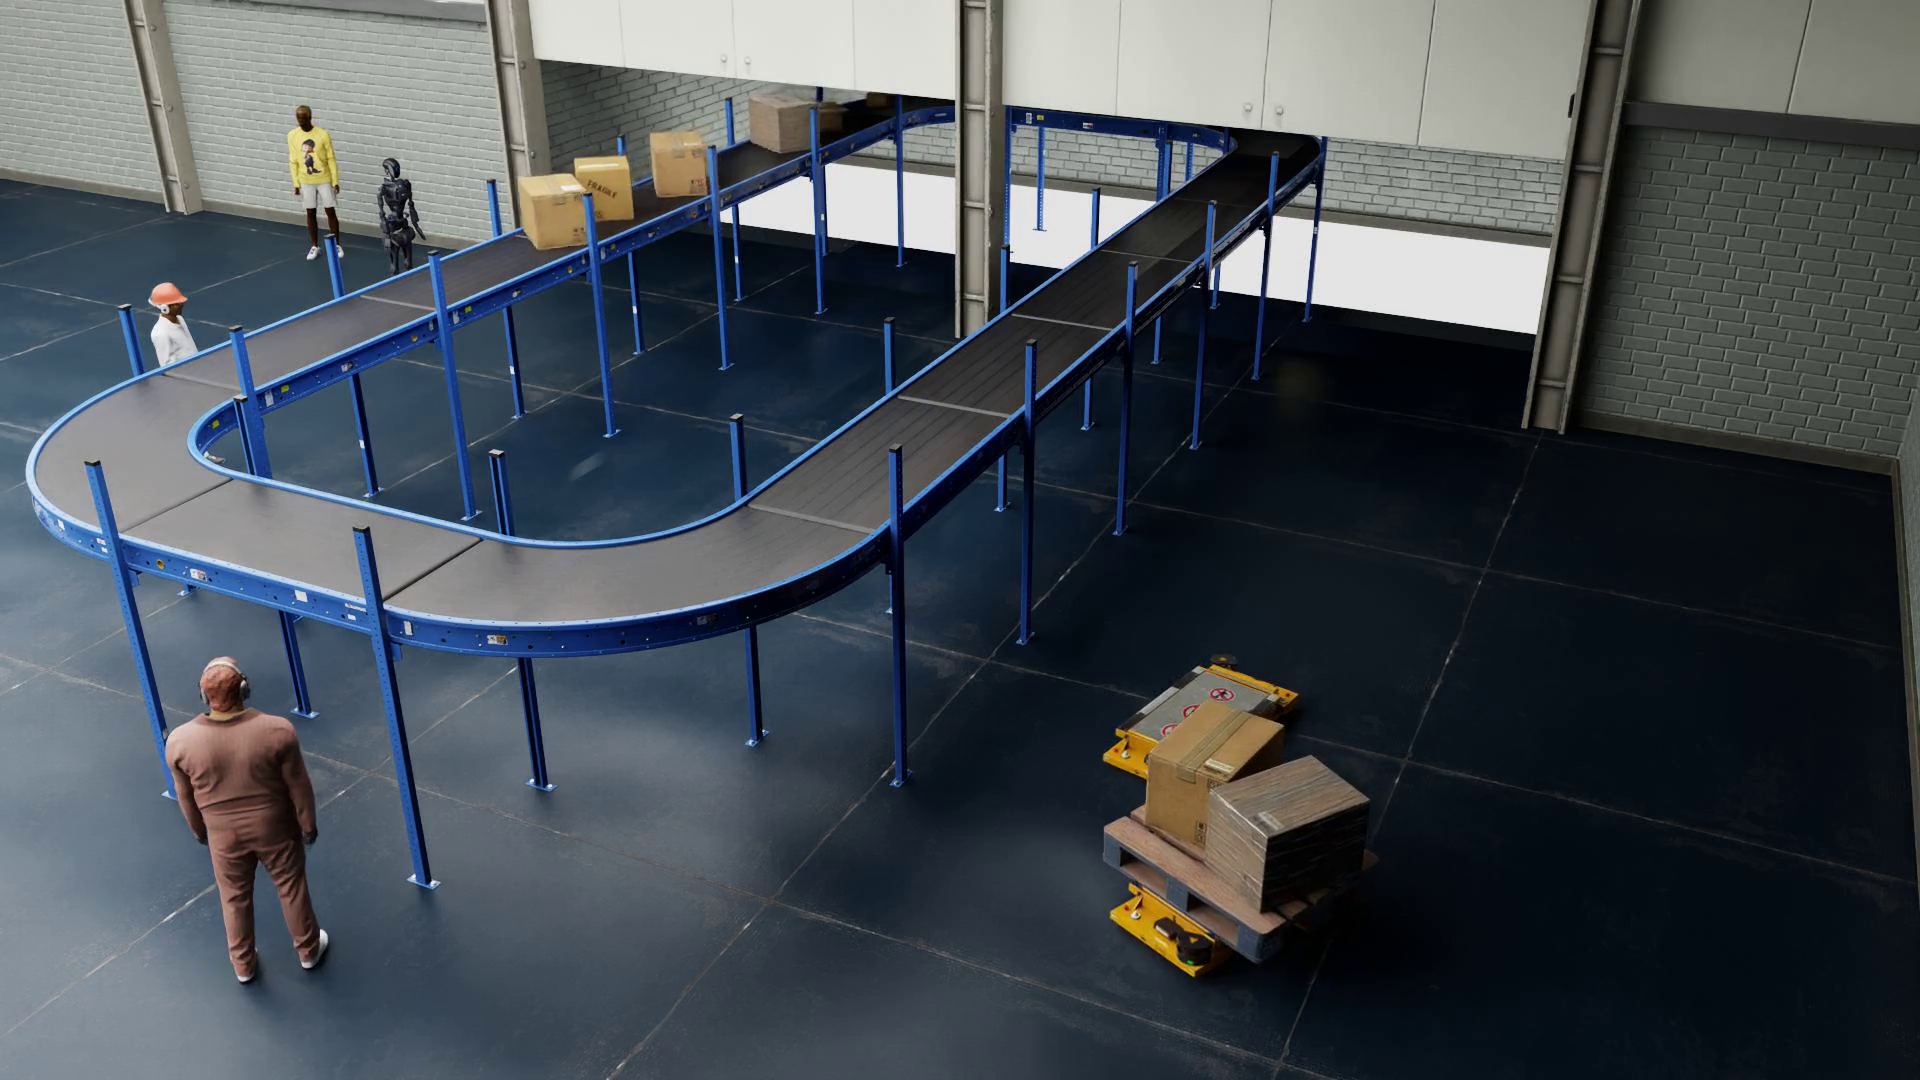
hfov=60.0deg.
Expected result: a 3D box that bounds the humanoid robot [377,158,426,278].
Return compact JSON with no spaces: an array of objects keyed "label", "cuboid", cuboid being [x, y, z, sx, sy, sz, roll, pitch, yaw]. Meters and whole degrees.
[{"label":"humanoid robot","cuboid":[-6.400,-3.539,19.008,0.315,1.657,0.599,12,29,23]}]

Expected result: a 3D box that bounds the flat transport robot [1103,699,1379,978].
[{"label":"flat transport robot","cuboid":[1.587,1.968,9.511,1.431,0.231,0.659,-20,33,-35]}]

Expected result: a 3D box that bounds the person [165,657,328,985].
[{"label":"person","cuboid":[-3.693,1.465,8.693,0.646,1.901,0.409,-7,27,-14]}]

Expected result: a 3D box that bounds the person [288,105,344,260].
[{"label":"person","cuboid":[-7.955,-4.426,20.561,0.542,1.899,0.378,-5,27,-10]}]

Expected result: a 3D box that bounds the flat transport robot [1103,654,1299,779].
[{"label":"flat transport robot","cuboid":[1.619,1.210,11.039,0.659,0.231,1.431,19,32,34]}]

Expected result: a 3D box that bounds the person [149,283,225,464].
[{"label":"person","cuboid":[-6.828,-1.413,14.648,0.319,1.755,0.562,-4,27,-8]}]
